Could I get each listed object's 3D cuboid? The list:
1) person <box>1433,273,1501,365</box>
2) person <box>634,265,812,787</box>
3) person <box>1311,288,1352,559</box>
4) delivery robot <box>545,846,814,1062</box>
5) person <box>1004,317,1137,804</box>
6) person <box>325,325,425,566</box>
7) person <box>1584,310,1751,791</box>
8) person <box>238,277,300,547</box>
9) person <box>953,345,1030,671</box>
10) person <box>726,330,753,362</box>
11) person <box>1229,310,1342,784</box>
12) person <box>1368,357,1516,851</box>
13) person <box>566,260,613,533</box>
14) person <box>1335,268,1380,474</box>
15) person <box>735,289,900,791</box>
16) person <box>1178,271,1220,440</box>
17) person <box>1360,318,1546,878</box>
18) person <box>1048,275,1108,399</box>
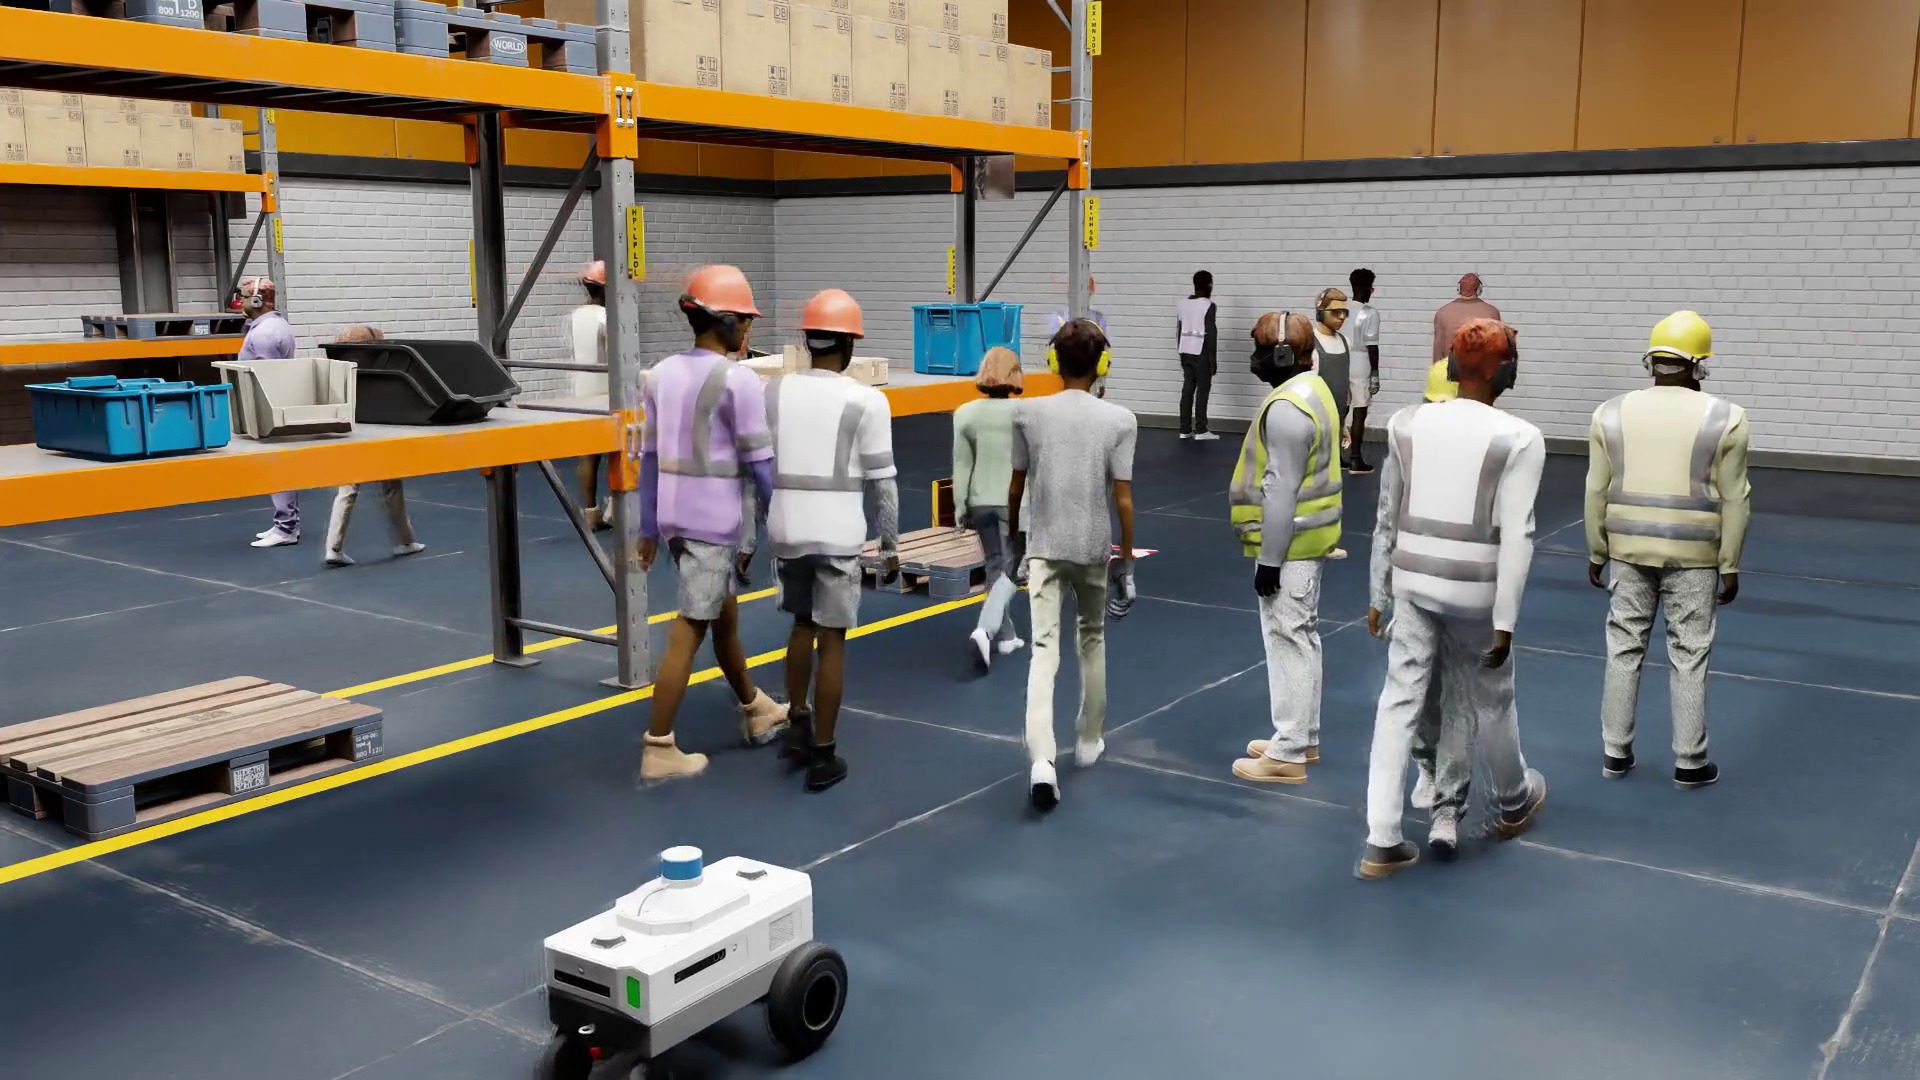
[{"bbox_3d":[4.934,-1.639,16.198,0.642,1.909,0.409,4,10,22],"label":"person"},{"bbox_3d":[-0.910,-0.071,6.581,0.991,1.991,0.611,-8,13,-41],"label":"person"},{"bbox_3d":[2.436,-0.767,11.194,0.517,1.842,0.327,-7,12,-37],"label":"person"},{"bbox_3d":[-0.690,1.011,4.155,0.477,0.478,0.707,6,11,33],"label":"delivery robot"},{"bbox_3d":[0.409,0.064,6.343,0.522,1.820,0.967,1,10,6],"label":"person"},{"bbox_3d":[-3.985,-0.635,11.144,0.530,1.596,0.851,3,10,20],"label":"person"},{"bbox_3d":[2.716,0.041,6.412,0.591,1.834,0.404,8,12,38],"label":"person"},{"bbox_3d":[-4.925,-0.905,11.823,0.402,1.911,0.638,-2,10,-13],"label":"person"},{"bbox_3d":[0.186,-0.166,8.314,0.503,1.610,0.746,5,11,26],"label":"person"},{"bbox_3d":[-2.415,-1.724,17.448,0.867,1.655,0.529,6,11,31],"label":"person"},{"bbox_3d":[1.268,0.027,6.516,0.432,1.836,0.618,3,10,17],"label":"person"},{"bbox_3d":[1.689,0.207,5.851,0.495,1.691,0.911,5,11,28],"label":"person"},{"bbox_3d":[-2.634,-1.055,12.392,0.606,2.026,0.524,6,11,34],"label":"person"},{"bbox_3d":[3.776,-1.611,15.889,0.378,1.957,0.608,-6,11,-30],"label":"person"},{"bbox_3d":[-0.543,-0.008,6.472,0.622,1.908,0.605,3,10,16],"label":"person"},{"bbox_3d":[2.681,-2.084,18.890,0.385,1.915,0.644,-6,11,-33],"label":"person"},{"bbox_3d":[1.692,0.174,5.621,0.589,1.825,1.005,8,12,40],"label":"person"},{"bbox_3d":[1.078,-1.508,15.368,0.574,1.926,0.506,-2,10,-10],"label":"person"}]
